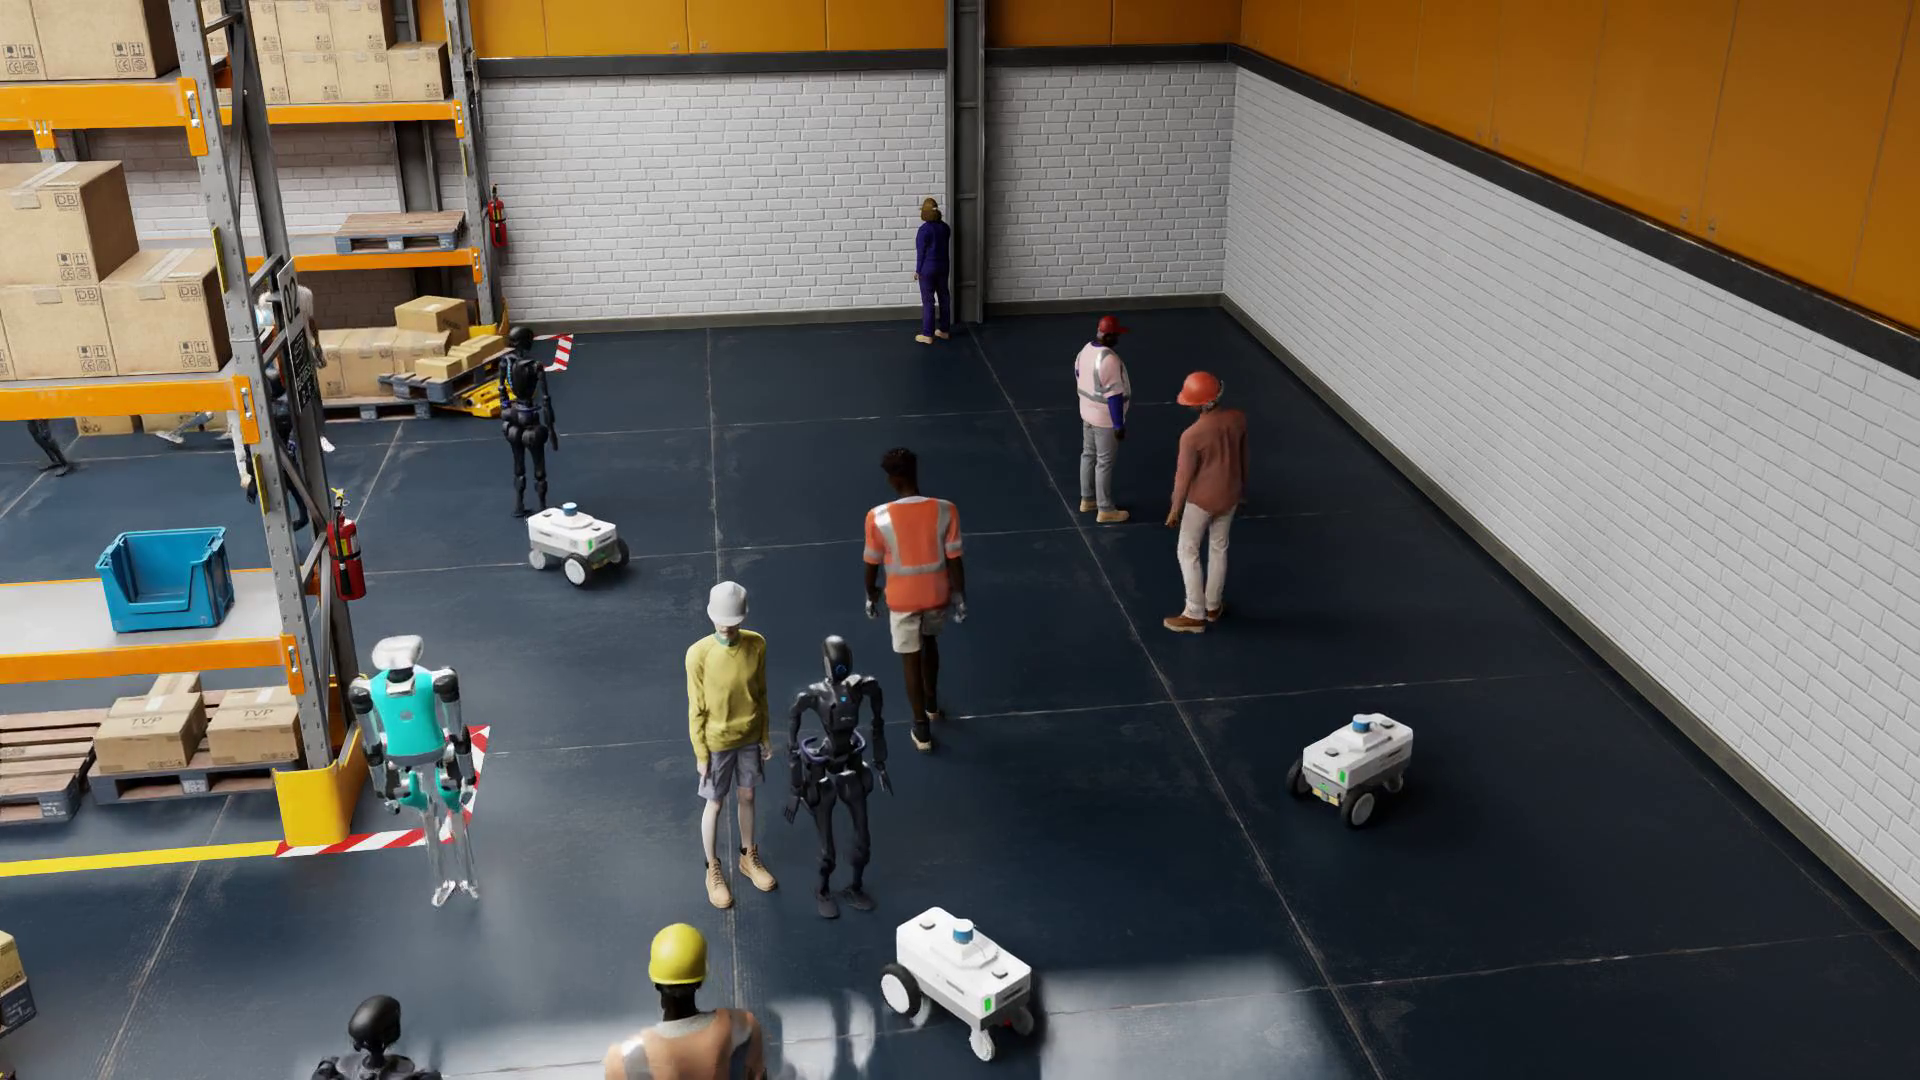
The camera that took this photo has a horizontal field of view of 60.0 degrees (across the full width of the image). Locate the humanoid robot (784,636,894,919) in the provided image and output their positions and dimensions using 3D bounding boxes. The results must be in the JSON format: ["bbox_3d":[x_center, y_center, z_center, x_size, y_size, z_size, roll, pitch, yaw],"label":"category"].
[{"bbox_3d":[-0.642,1.251,8.787,0.609,1.642,0.356,-12,26,-25],"label":"humanoid robot"}]

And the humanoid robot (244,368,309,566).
[{"bbox_3d":[-5.341,-0.573,12.959,0.485,1.629,0.610,16,28,32],"label":"humanoid robot"}]

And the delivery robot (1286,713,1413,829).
[{"bbox_3d":[2.375,1.326,10.000,0.736,0.578,0.516,-18,29,-35],"label":"delivery robot"}]

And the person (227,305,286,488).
[{"bbox_3d":[-6.233,-1.379,14.583,0.624,1.844,0.429,-15,28,-31],"label":"person"}]

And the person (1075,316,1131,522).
[{"bbox_3d":[1.208,-1.017,13.872,0.419,1.749,0.611,-11,26,-23],"label":"person"}]

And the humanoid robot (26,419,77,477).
[{"bbox_3d":[-8.273,-1.375,14.782,0.589,1.634,0.398,12,26,25],"label":"humanoid robot"}]

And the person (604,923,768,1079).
[{"bbox_3d":[-1.052,2.249,6.265,0.576,1.879,0.901,-14,27,-29],"label":"person"}]

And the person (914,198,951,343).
[{"bbox_3d":[-0.317,-3.015,18.580,0.448,1.619,0.349,-20,31,-38],"label":"person"}]

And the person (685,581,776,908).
[{"bbox_3d":[-1.230,1.070,8.949,0.474,1.889,0.398,-14,28,-30],"label":"person"}]

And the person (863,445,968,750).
[{"bbox_3d":[-0.294,0.347,10.548,0.621,1.918,0.785,-7,25,-15],"label":"person"}]

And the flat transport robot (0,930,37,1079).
[{"bbox_3d":[-5.074,2.498,7.706,1.431,0.231,0.659,12,26,26],"label":"flat transport robot"}]

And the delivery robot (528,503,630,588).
[{"bbox_3d":[-3.019,-0.004,13.021,0.747,0.572,0.499,14,27,29],"label":"delivery robot"}]

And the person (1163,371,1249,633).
[{"bbox_3d":[1.789,-0.278,11.943,0.722,1.953,0.378,-15,28,-30],"label":"person"}]

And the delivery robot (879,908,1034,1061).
[{"bbox_3d":[-0.001,2.139,8.191,0.499,0.614,0.817,-21,31,-39],"label":"delivery robot"}]

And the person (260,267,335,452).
[{"bbox_3d":[-6.192,-1.735,15.400,0.678,1.839,0.544,20,31,38],"label":"person"}]

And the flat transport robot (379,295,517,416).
[{"bbox_3d":[-5.161,-1.507,16.829,1.431,0.231,0.659,9,25,19],"label":"flat transport robot"}]

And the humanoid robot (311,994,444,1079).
[{"bbox_3d":[-2.140,2.421,6.144,0.608,1.643,0.591,2,24,5],"label":"humanoid robot"}]

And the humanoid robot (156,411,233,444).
[{"bbox_3d":[-7.016,-1.646,15.327,1.011,1.716,0.532,1,24,1],"label":"humanoid robot"}]

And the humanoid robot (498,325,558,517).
[{"bbox_3d":[-3.620,-0.977,13.866,0.601,1.660,0.320,14,27,29],"label":"humanoid robot"}]

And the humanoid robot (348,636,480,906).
[{"bbox_3d":[-2.838,1.215,8.824,0.548,1.793,0.814,-6,24,-13],"label":"humanoid robot"}]
